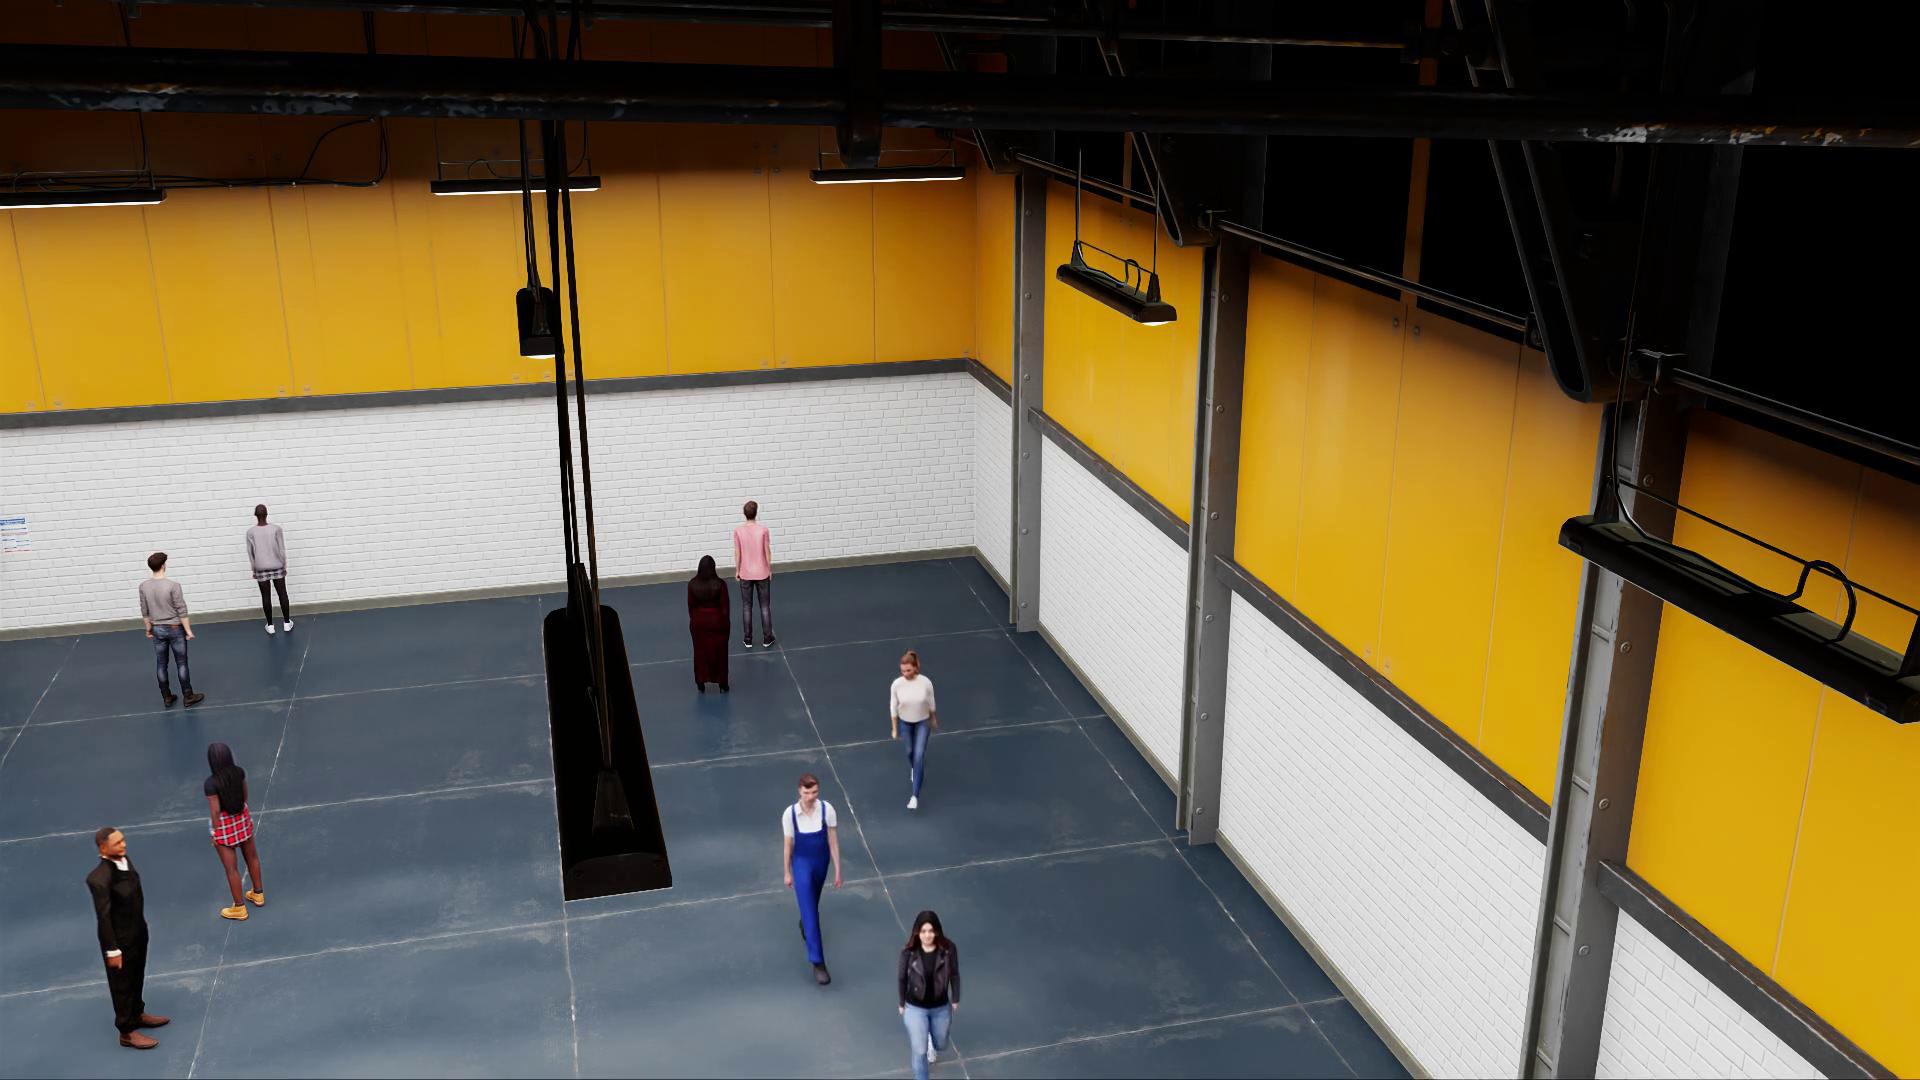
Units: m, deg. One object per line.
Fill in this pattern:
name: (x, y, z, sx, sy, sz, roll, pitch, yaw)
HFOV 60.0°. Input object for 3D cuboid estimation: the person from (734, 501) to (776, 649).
person: (-2.679, 0.442, 21.581, 0.686, 1.958, 0.637, 0, 19, -1)

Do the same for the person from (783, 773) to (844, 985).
person: (-1.323, 2.860, 14.655, 0.696, 1.798, 1.285, -6, 20, -17)

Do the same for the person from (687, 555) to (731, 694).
person: (-3.038, 1.021, 20.178, 0.741, 1.758, 0.714, 1, 19, 4)

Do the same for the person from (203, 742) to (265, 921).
person: (-6.726, 2.660, 15.358, 0.786, 1.727, 0.709, 7, 20, 20)

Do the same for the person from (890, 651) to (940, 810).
person: (-0.471, 1.935, 17.605, 0.955, 1.666, 1.258, 2, 19, 6)

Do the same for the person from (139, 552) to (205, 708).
person: (-9.441, 1.068, 19.810, 0.758, 1.903, 0.678, 0, 19, 0)

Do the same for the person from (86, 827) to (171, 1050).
person: (-6.802, 3.192, 13.500, 0.802, 1.904, 0.631, -1, 19, -3)

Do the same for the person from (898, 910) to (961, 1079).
person: (-0.255, 3.568, 12.836, 0.705, 1.615, 0.949, -2, 19, -7)

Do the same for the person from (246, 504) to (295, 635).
person: (-9.177, 0.370, 22.088, 0.634, 1.771, 0.562, -7, 20, -20)
